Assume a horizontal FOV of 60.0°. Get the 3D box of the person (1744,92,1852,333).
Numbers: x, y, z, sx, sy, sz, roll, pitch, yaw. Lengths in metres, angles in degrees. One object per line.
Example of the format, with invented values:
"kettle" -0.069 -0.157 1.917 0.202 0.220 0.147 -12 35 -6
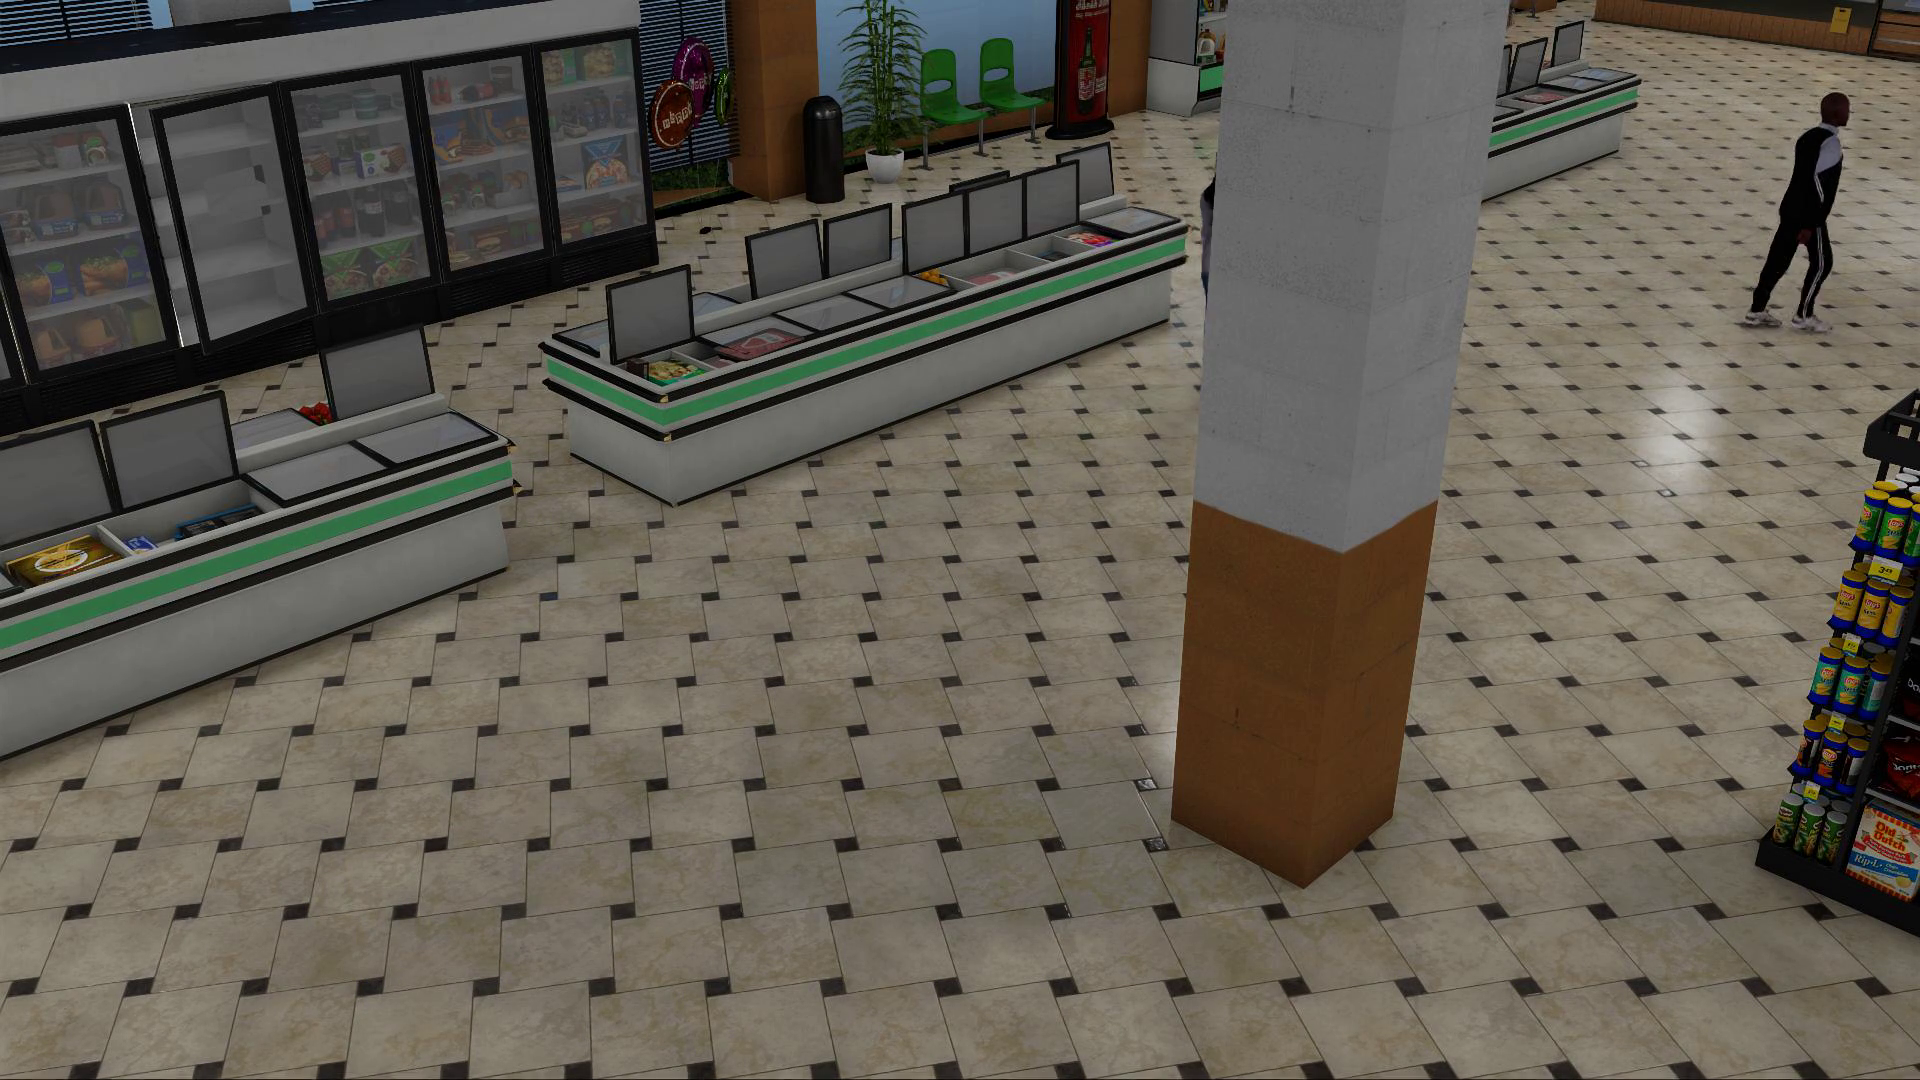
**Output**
"person" 6.290 -2.463 12.581 1.012 1.812 0.952 -1 27 -1
